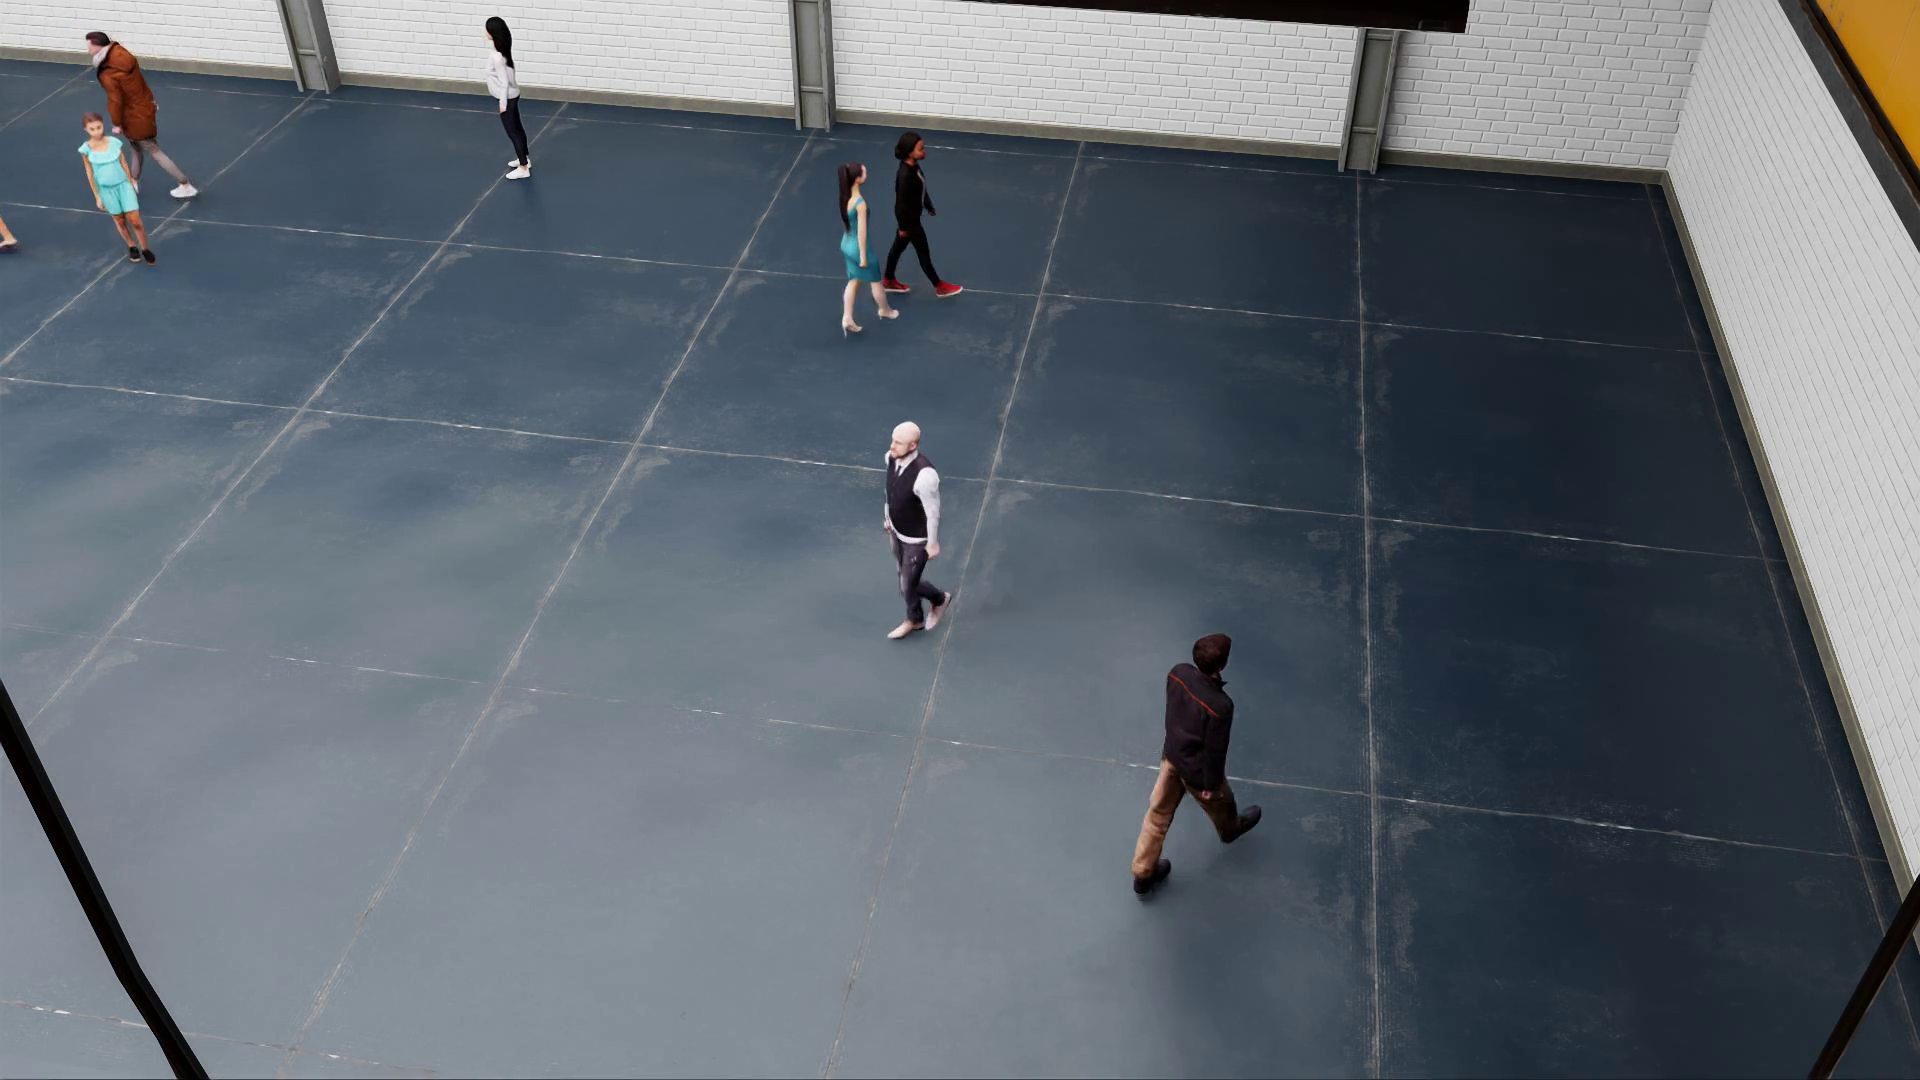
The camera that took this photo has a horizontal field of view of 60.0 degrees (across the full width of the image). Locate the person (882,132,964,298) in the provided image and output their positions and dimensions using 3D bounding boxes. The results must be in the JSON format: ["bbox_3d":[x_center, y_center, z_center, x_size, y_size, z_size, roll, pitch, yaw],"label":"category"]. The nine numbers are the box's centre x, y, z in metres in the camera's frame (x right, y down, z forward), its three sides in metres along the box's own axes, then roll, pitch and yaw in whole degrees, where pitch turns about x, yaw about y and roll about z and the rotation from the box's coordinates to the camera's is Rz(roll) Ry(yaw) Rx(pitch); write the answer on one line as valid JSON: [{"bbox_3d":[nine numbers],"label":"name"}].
[{"bbox_3d":[-0.544,-2.969,15.301,1.020,1.639,0.653,3,39,4],"label":"person"}]

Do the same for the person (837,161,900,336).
[{"bbox_3d":[-0.970,-2.546,14.752,0.941,1.662,0.880,-23,44,-26],"label":"person"}]

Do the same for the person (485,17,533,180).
[{"bbox_3d":[-4.706,-4.610,17.306,0.653,1.700,0.683,-4,39,-5],"label":"person"}]

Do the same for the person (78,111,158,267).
[{"bbox_3d":[-8.094,-3.384,15.898,0.731,1.542,0.776,-16,41,-19],"label":"person"}]

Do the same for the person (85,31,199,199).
[{"bbox_3d":[-8.215,-4.238,16.777,1.200,1.778,0.913,-1,39,-1],"label":"person"}]

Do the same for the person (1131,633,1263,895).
[{"bbox_3d":[1.288,1.341,9.719,1.266,1.869,1.252,-27,46,-30],"label":"person"}]

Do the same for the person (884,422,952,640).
[{"bbox_3d":[-0.264,-0.070,11.531,0.945,1.812,0.885,-24,45,-27],"label":"person"}]
